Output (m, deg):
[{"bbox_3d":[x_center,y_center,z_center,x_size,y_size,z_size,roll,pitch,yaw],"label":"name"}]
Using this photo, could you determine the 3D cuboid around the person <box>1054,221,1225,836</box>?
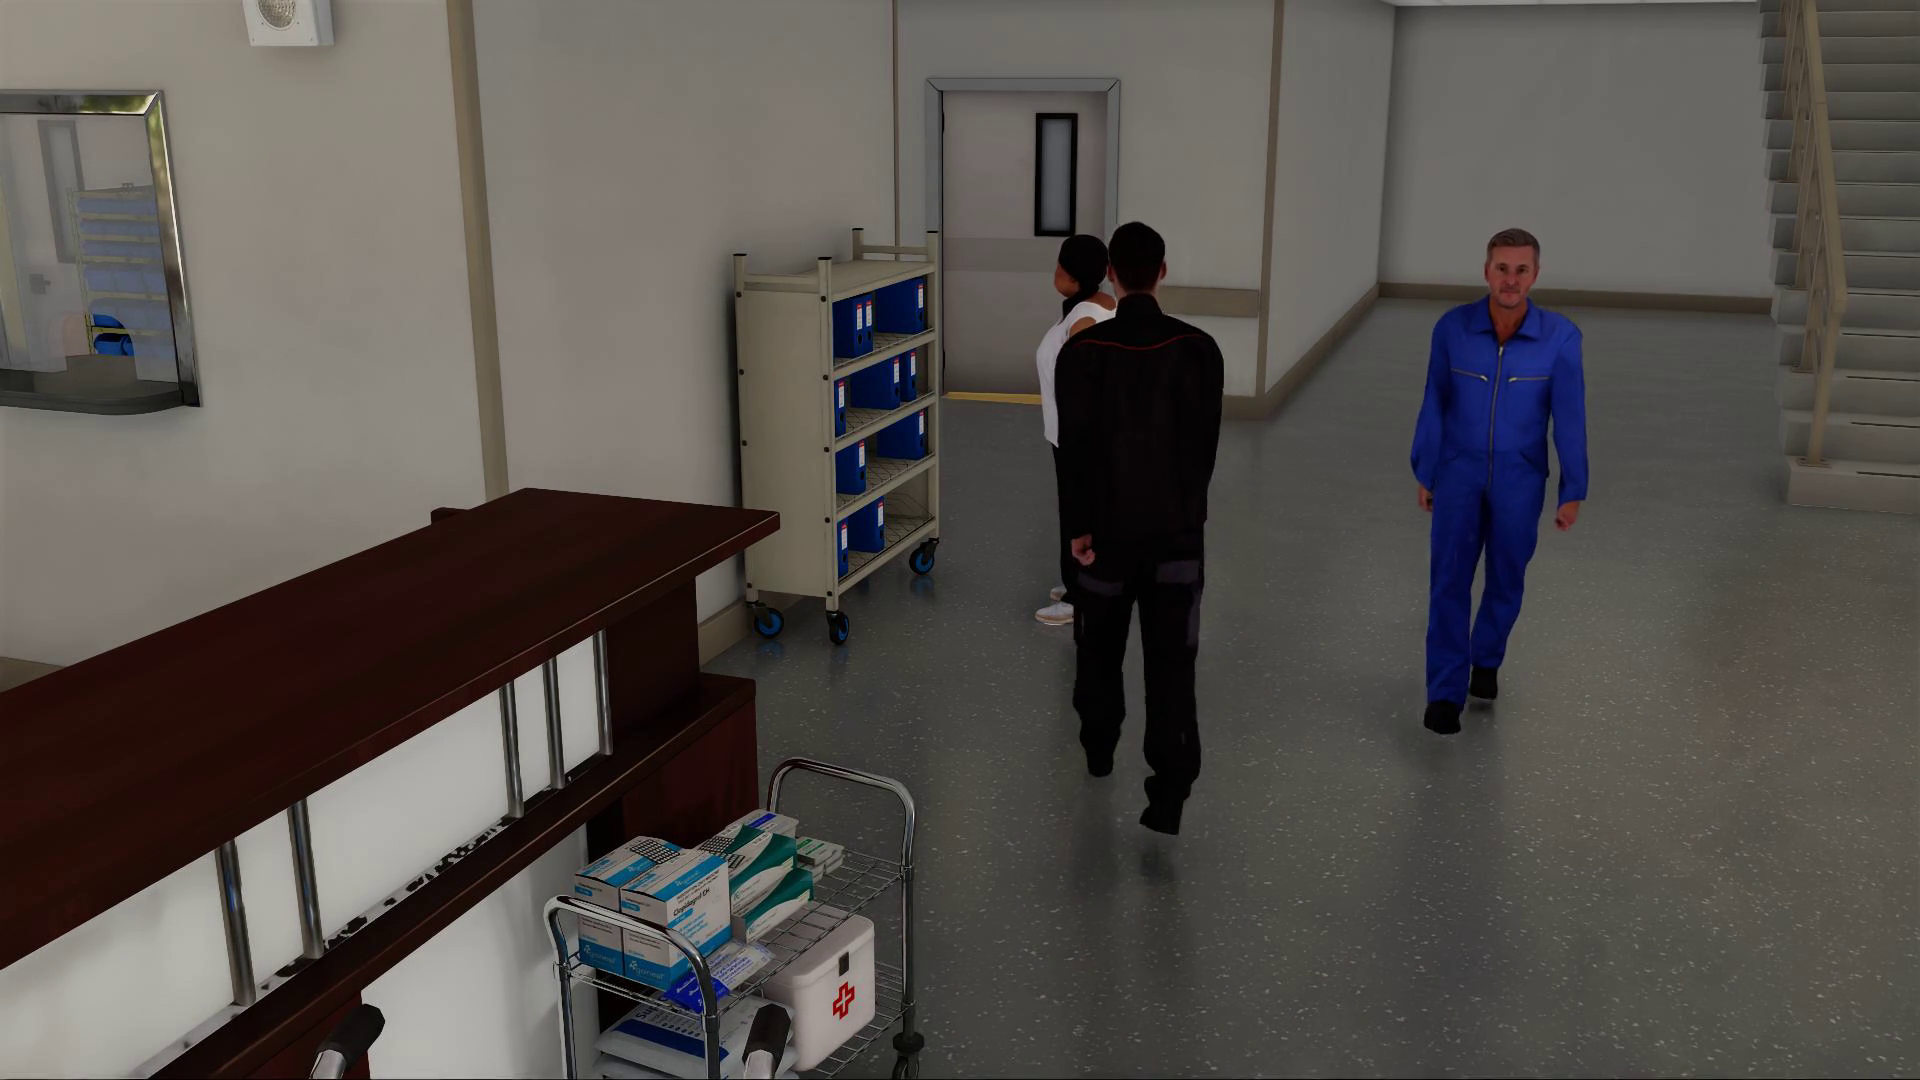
[{"bbox_3d":[0.574,0.007,5.152,0.951,1.876,1.303,0,16,1],"label":"person"}]

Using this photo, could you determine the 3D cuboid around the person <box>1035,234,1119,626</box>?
[{"bbox_3d":[0.517,-0.485,7.243,0.708,1.688,0.535,5,16,17],"label":"person"}]

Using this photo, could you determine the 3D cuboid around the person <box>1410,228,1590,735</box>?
[{"bbox_3d":[1.955,-0.213,6.103,0.775,1.783,1.121,5,17,18],"label":"person"}]
